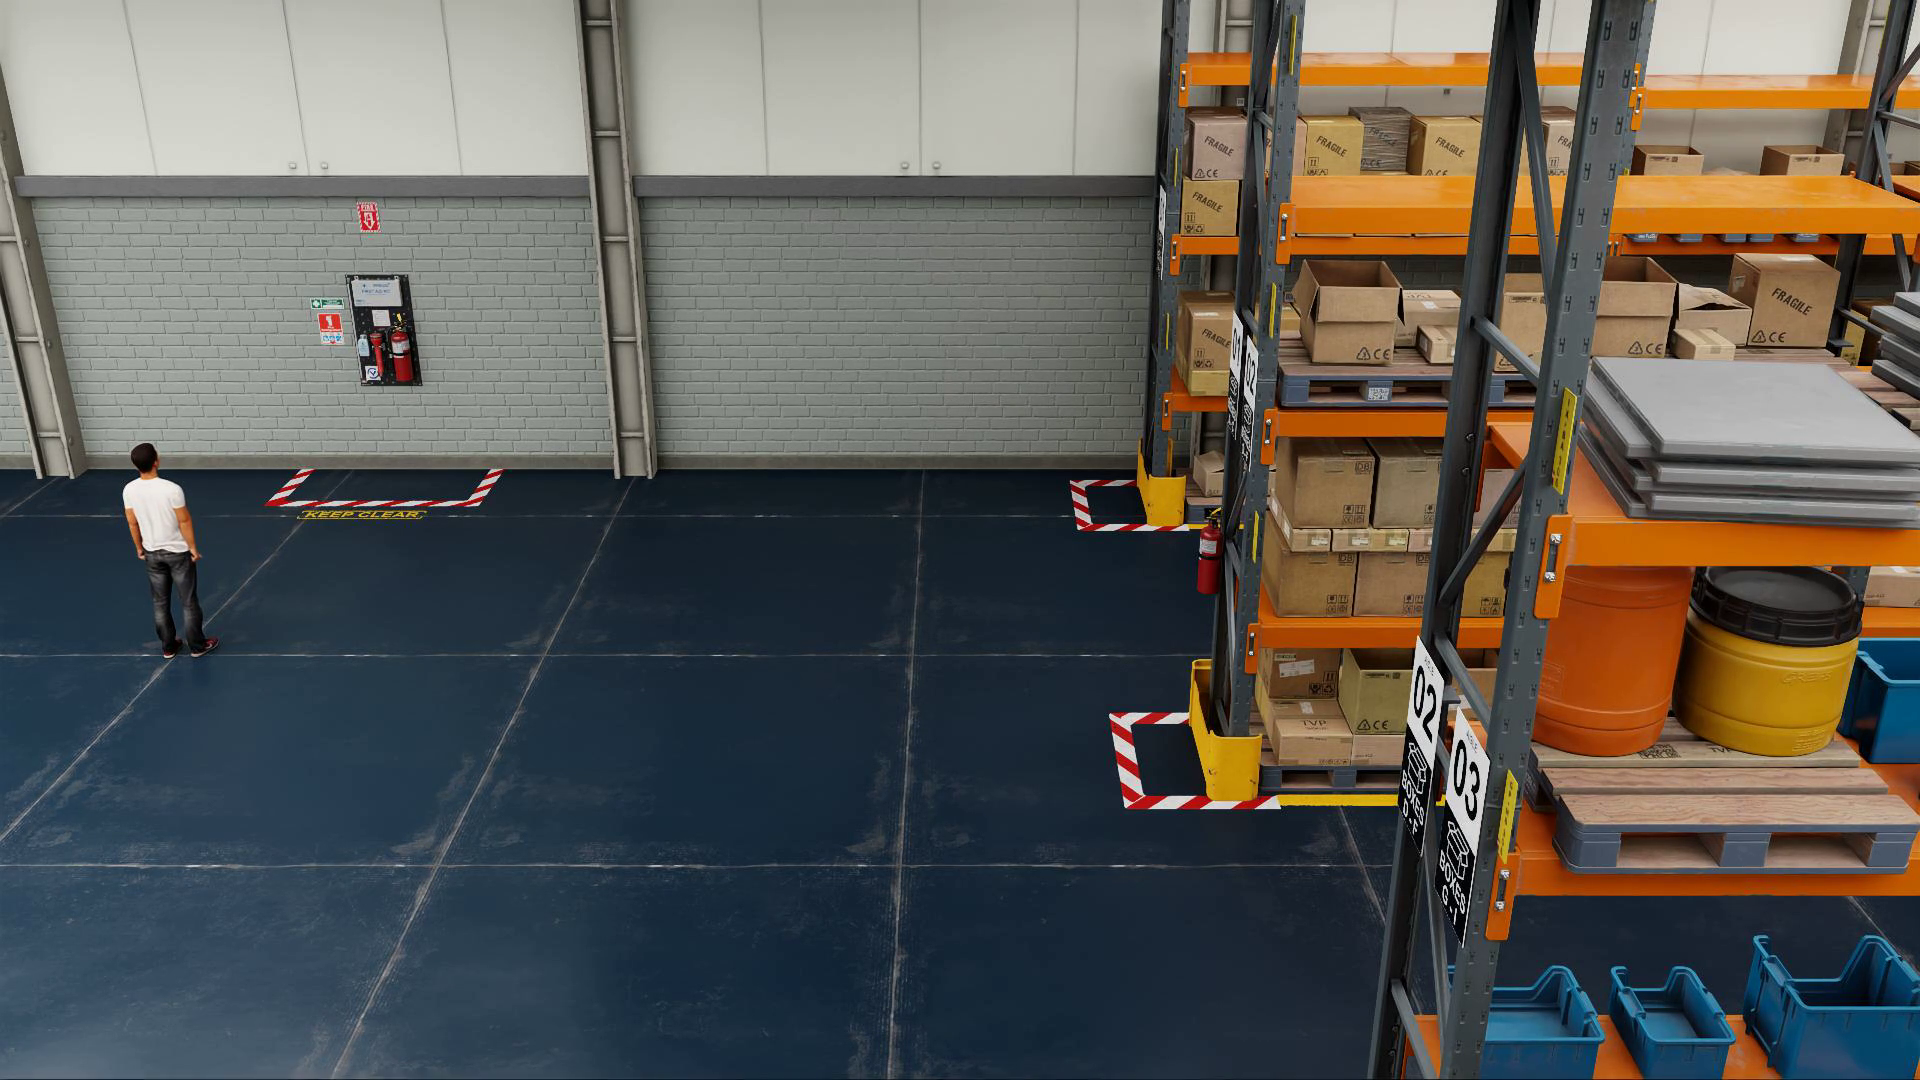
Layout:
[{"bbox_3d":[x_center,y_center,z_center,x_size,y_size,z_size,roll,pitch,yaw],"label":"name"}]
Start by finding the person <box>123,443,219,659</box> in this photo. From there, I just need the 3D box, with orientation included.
[{"bbox_3d":[-6.325,0.083,13.243,0.452,1.804,0.687,0,23,0],"label":"person"}]
